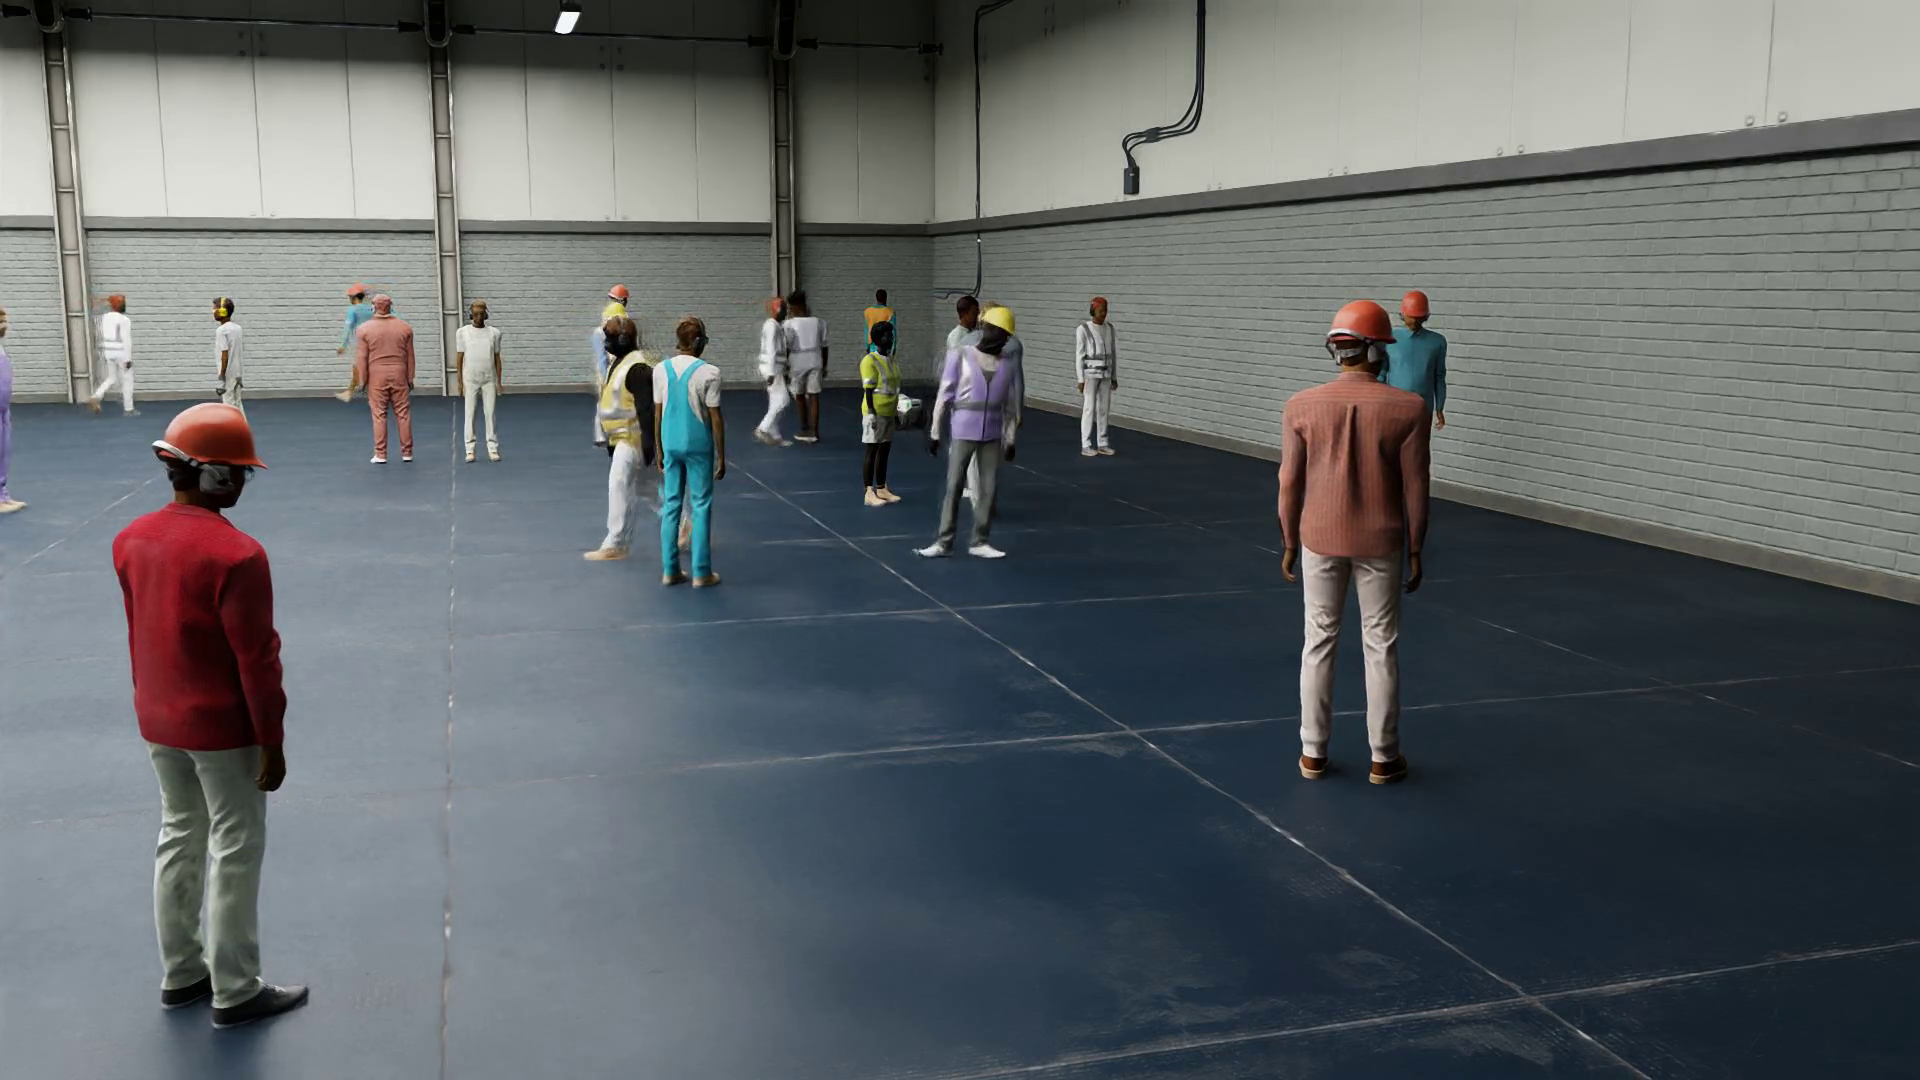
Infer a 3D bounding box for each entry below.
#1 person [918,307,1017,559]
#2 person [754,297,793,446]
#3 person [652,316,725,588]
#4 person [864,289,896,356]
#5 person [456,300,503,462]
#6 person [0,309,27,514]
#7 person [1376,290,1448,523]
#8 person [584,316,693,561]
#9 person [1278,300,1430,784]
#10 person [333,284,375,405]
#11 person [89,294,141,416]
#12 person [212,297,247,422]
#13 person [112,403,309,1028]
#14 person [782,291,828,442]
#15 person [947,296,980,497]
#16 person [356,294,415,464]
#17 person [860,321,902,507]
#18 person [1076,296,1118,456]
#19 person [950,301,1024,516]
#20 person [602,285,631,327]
[{"bbox_3d":[0.068,-0.772,12.267,0.762,1.876,0.425,-4,10,-22],"label":"person"},{"bbox_3d":[-2.277,-2.090,20.743,0.443,1.858,0.622,-2,9,-10],"label":"person"},{"bbox_3d":[-1.817,-0.585,11.202,0.517,1.836,0.348,3,9,17],"label":"person"},{"bbox_3d":[-1.379,-3.357,28.662,0.584,1.911,0.392,3,9,20],"label":"person"},{"bbox_3d":[-5.466,-1.806,18.951,0.507,1.847,0.346,-4,10,-23],"label":"person"},{"bbox_3d":[-8.590,-1.156,14.808,0.328,1.842,0.515,-2,9,-12],"label":"person"},{"bbox_3d":[3.829,-1.123,14.149,0.616,1.982,0.408,1,9,3],"label":"person"},{"bbox_3d":[-2.380,-0.758,12.400,0.848,1.815,0.632,-4,10,-23],"label":"person"},{"bbox_3d":[1.623,0.013,6.882,0.612,1.991,0.392,3,10,21],"label":"person"},{"bbox_3d":[-9.992,-3.219,27.509,1.017,1.986,0.613,1,9,9],"label":"person"},{"bbox_3d":[-12.784,-2.783,25.120,0.594,1.865,0.701,3,9,19],"label":"person"},{"bbox_3d":[-8.511,-1.880,19.348,0.319,1.869,0.532,0,9,0],"label":"person"},{"bbox_3d":[-2.076,0.488,4.655,0.573,1.739,0.350,5,10,28],"label":"person"},{"bbox_3d":[-1.999,-2.214,21.290,0.657,1.925,0.527,-4,10,-22],"label":"person"},{"bbox_3d":[0.043,-1.374,15.970,0.392,1.917,0.590,2,9,14],"label":"person"},{"bbox_3d":[-6.489,-1.816,18.814,0.637,1.911,0.403,-5,10,-31],"label":"person"},{"bbox_3d":[-0.722,-1.163,15.320,0.321,1.697,0.529,4,10,27],"label":"person"},{"bbox_3d":[1.617,-1.925,19.618,0.584,1.879,0.369,-7,11,-37],"label":"person"},{"bbox_3d":[0.206,-1.126,14.472,0.685,1.904,0.645,3,9,19],"label":"person"},{"bbox_3d":[-4.863,-2.635,23.764,0.622,1.992,0.397,9,12,44],"label":"person"}]
